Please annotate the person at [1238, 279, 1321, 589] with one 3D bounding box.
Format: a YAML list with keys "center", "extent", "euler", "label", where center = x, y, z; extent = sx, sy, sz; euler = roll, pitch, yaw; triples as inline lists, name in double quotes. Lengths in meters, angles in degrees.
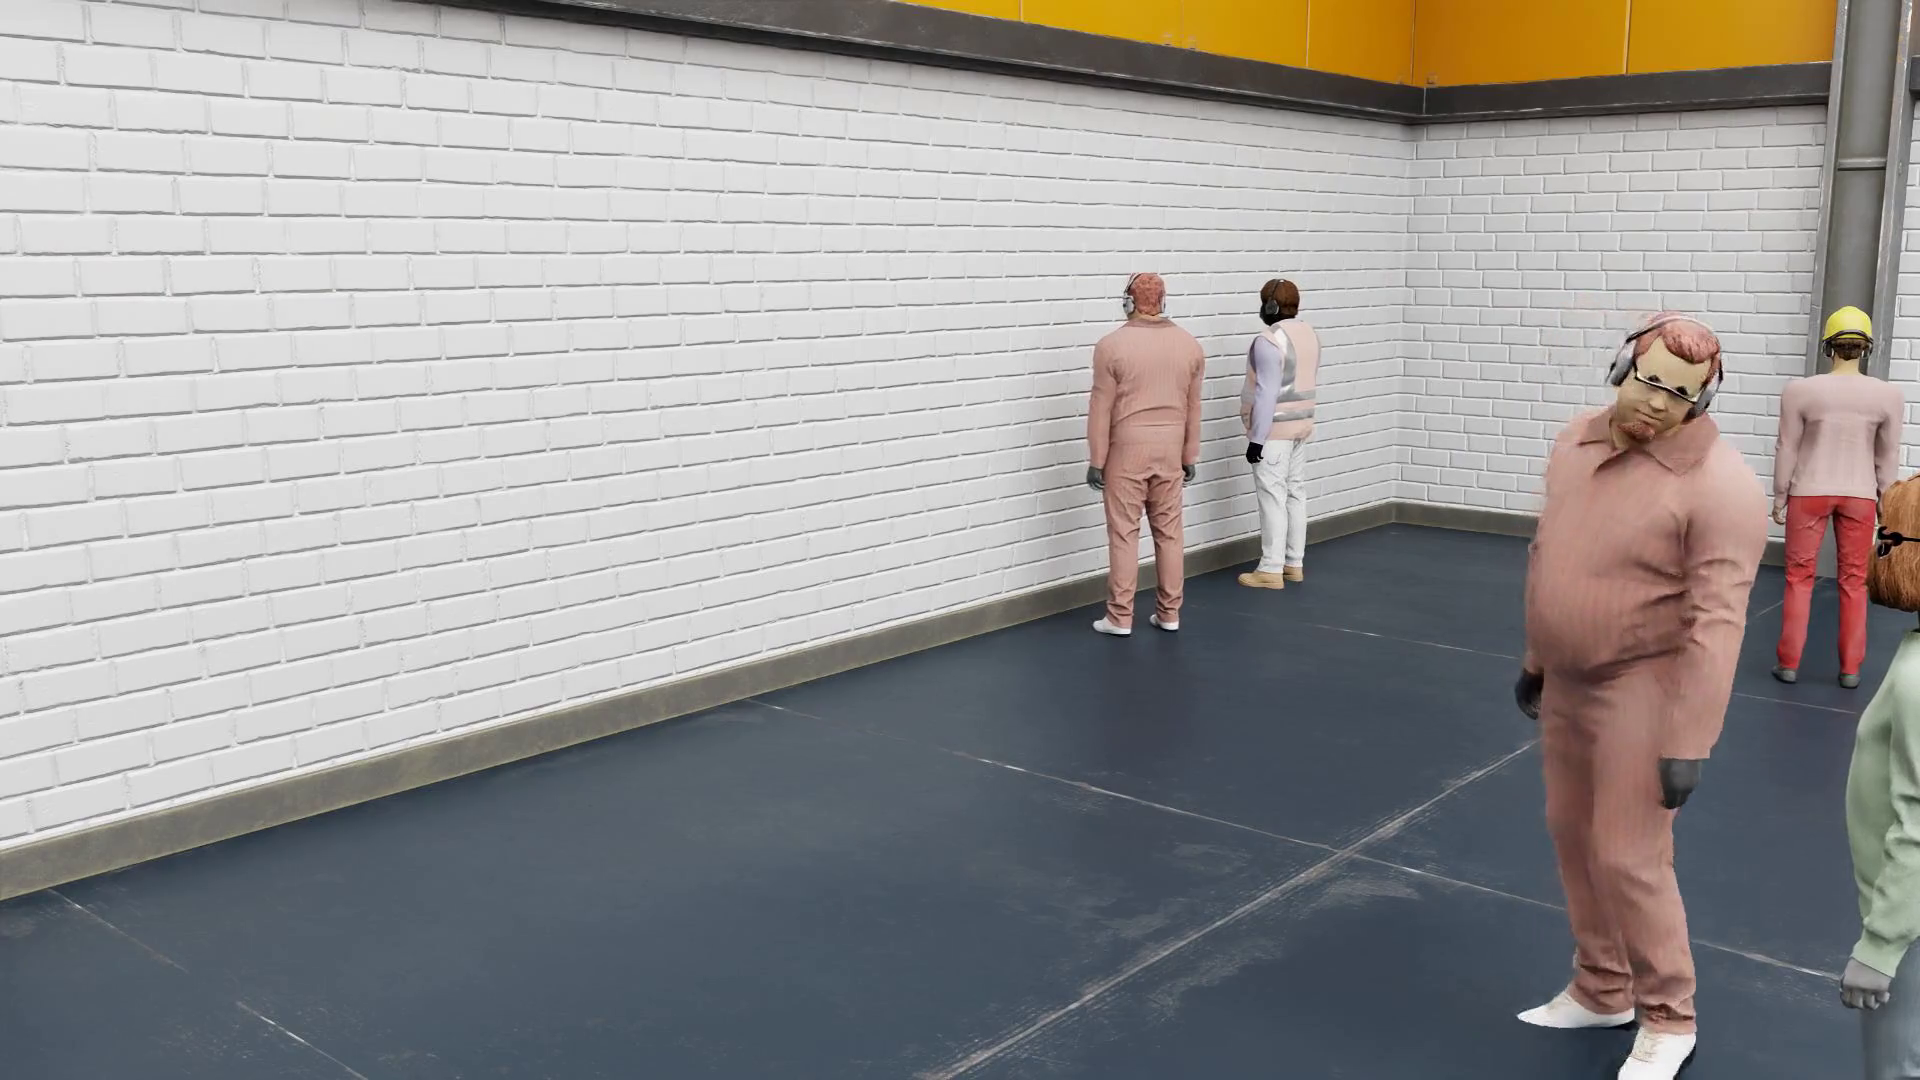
- center: [1.894, -0.634, 9.959]
  extent: [0.429, 1.841, 0.633]
  euler: [8, 13, 38]
  label: "person"

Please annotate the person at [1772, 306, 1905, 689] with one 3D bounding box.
- center: [4.036, -0.194, 7.695]
  extent: [0.518, 1.756, 0.346]
  euler: [3, 10, 16]
  label: "person"

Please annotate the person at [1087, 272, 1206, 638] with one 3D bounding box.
- center: [0.953, -0.443, 8.713]
  extent: [0.640, 1.902, 0.402]
  euler: [-4, 11, -23]
  label: "person"

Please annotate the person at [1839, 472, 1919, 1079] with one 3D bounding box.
- center: [1.732, 0.685, 3.038]
  extent: [0.286, 1.633, 0.499]
  euler: [8, 12, 37]
  label: "person"

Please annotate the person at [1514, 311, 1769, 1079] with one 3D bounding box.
- center: [1.623, 0.390, 4.099]
  extent: [0.423, 1.893, 0.687]
  euler: [-3, 10, -14]
  label: "person"
